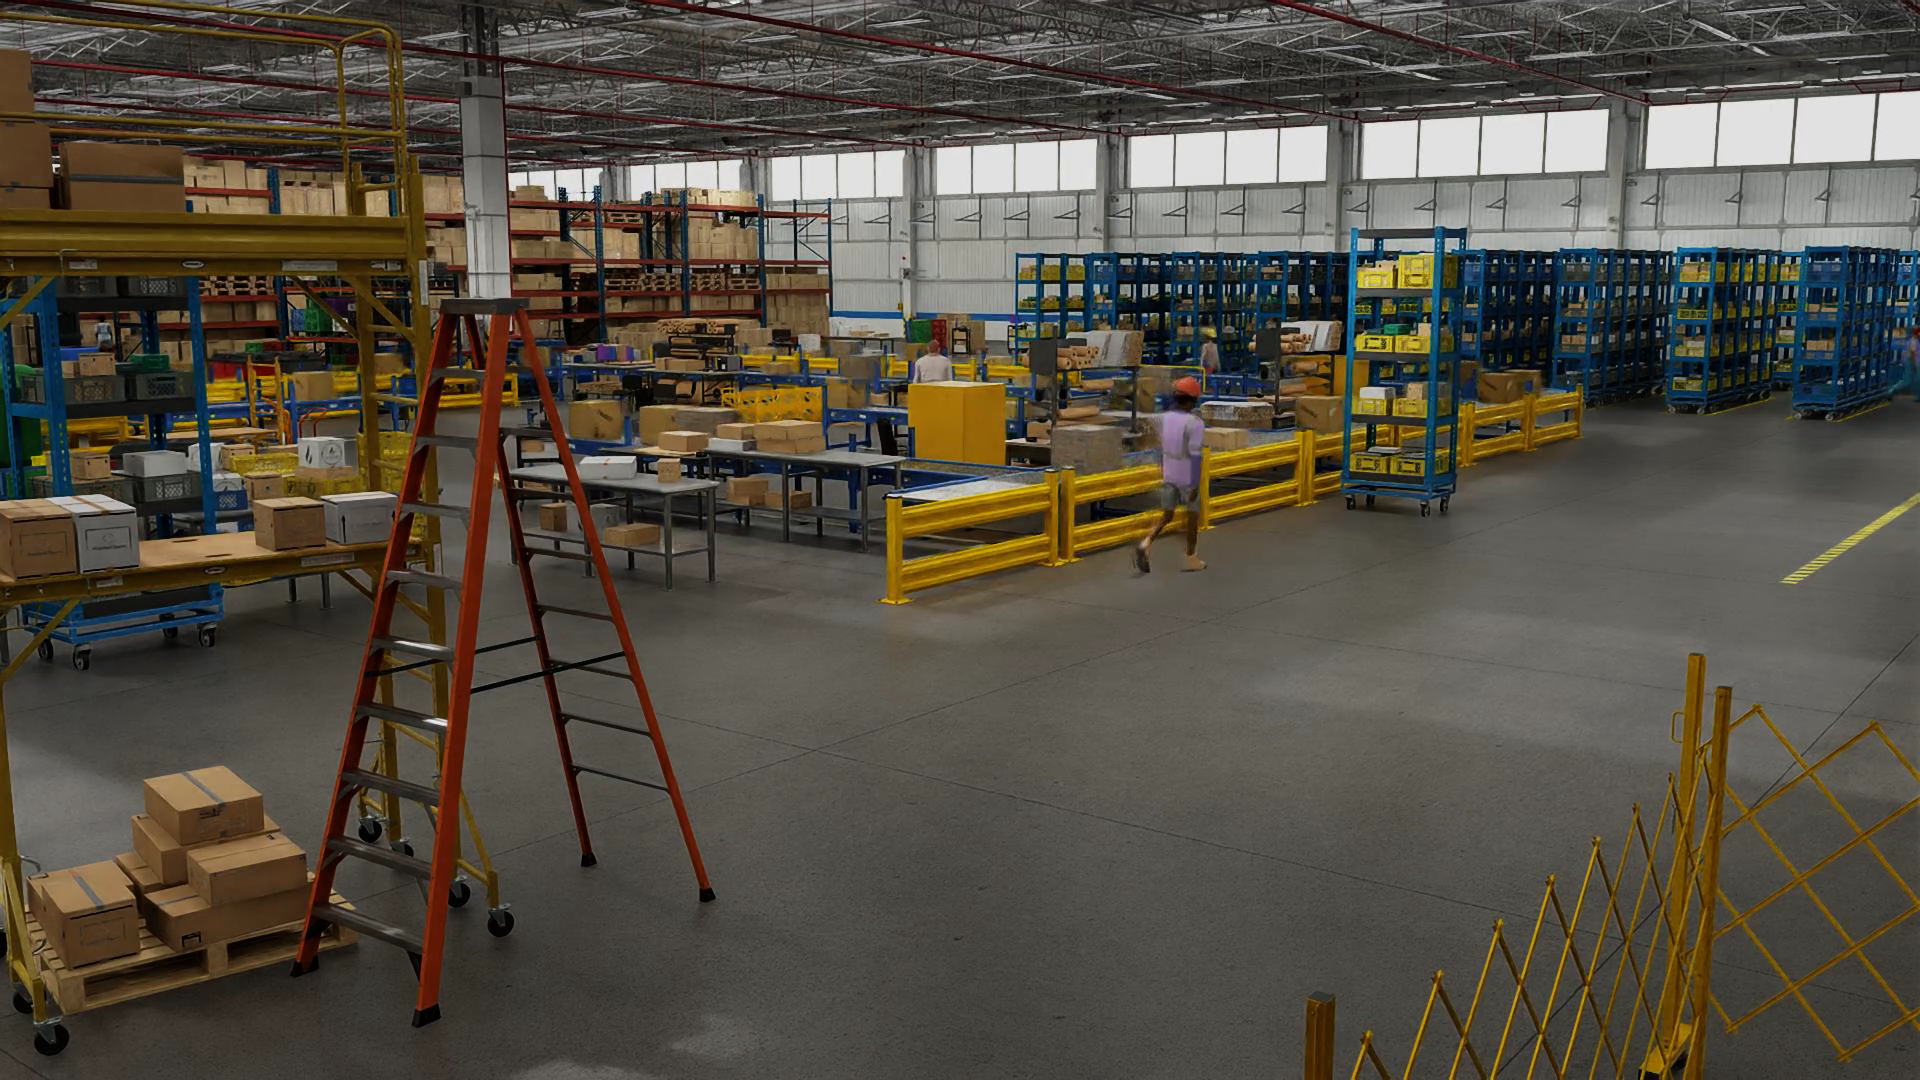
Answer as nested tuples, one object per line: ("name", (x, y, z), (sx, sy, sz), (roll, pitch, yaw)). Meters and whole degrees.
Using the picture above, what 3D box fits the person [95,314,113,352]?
("person", (-28.390, -6.641, 55.164), (0.540, 1.695, 0.317), (-8, 12, -41))

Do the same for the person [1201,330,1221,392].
("person", (5.883, -4.007, 38.617), (0.877, 1.717, 0.547), (8, 12, 42))

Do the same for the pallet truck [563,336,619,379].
("pallet truck", (-10.690, -5.294, 48.215), (1.601, 1.201, 0.680), (-5, 10, -26))

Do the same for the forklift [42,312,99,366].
("forklift", (-23.779, -5.451, 44.052), (1.873, 2.768, 1.129), (7, 11, 36))

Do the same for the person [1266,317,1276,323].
("person", (9.226, -5.785, 48.888), (0.625, 1.992, 0.388), (-4, 10, -26))

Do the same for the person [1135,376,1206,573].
("person", (2.169, -0.638, 16.721), (0.856, 2.022, 0.626), (-8, 12, -41))

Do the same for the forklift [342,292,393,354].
("forklift", (-16.485, -5.622, 45.120), (1.129, 2.768, 1.873), (7, 11, 37))

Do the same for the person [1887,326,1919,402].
("person", (22.379, -4.137, 39.196), (0.852, 1.813, 0.574), (7, 11, 37))

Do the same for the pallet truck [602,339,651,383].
("pallet truck", (-8.991, -4.871, 45.351), (0.653, 1.274, 1.630), (7, 11, 37))

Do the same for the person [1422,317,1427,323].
("person", (13.139, -5.396, 46.965), (0.590, 1.833, 0.404), (1, 9, 5))

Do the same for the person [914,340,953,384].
("person", (-0.453, -2.505, 28.750), (0.666, 1.897, 0.395), (0, 9, -1))
